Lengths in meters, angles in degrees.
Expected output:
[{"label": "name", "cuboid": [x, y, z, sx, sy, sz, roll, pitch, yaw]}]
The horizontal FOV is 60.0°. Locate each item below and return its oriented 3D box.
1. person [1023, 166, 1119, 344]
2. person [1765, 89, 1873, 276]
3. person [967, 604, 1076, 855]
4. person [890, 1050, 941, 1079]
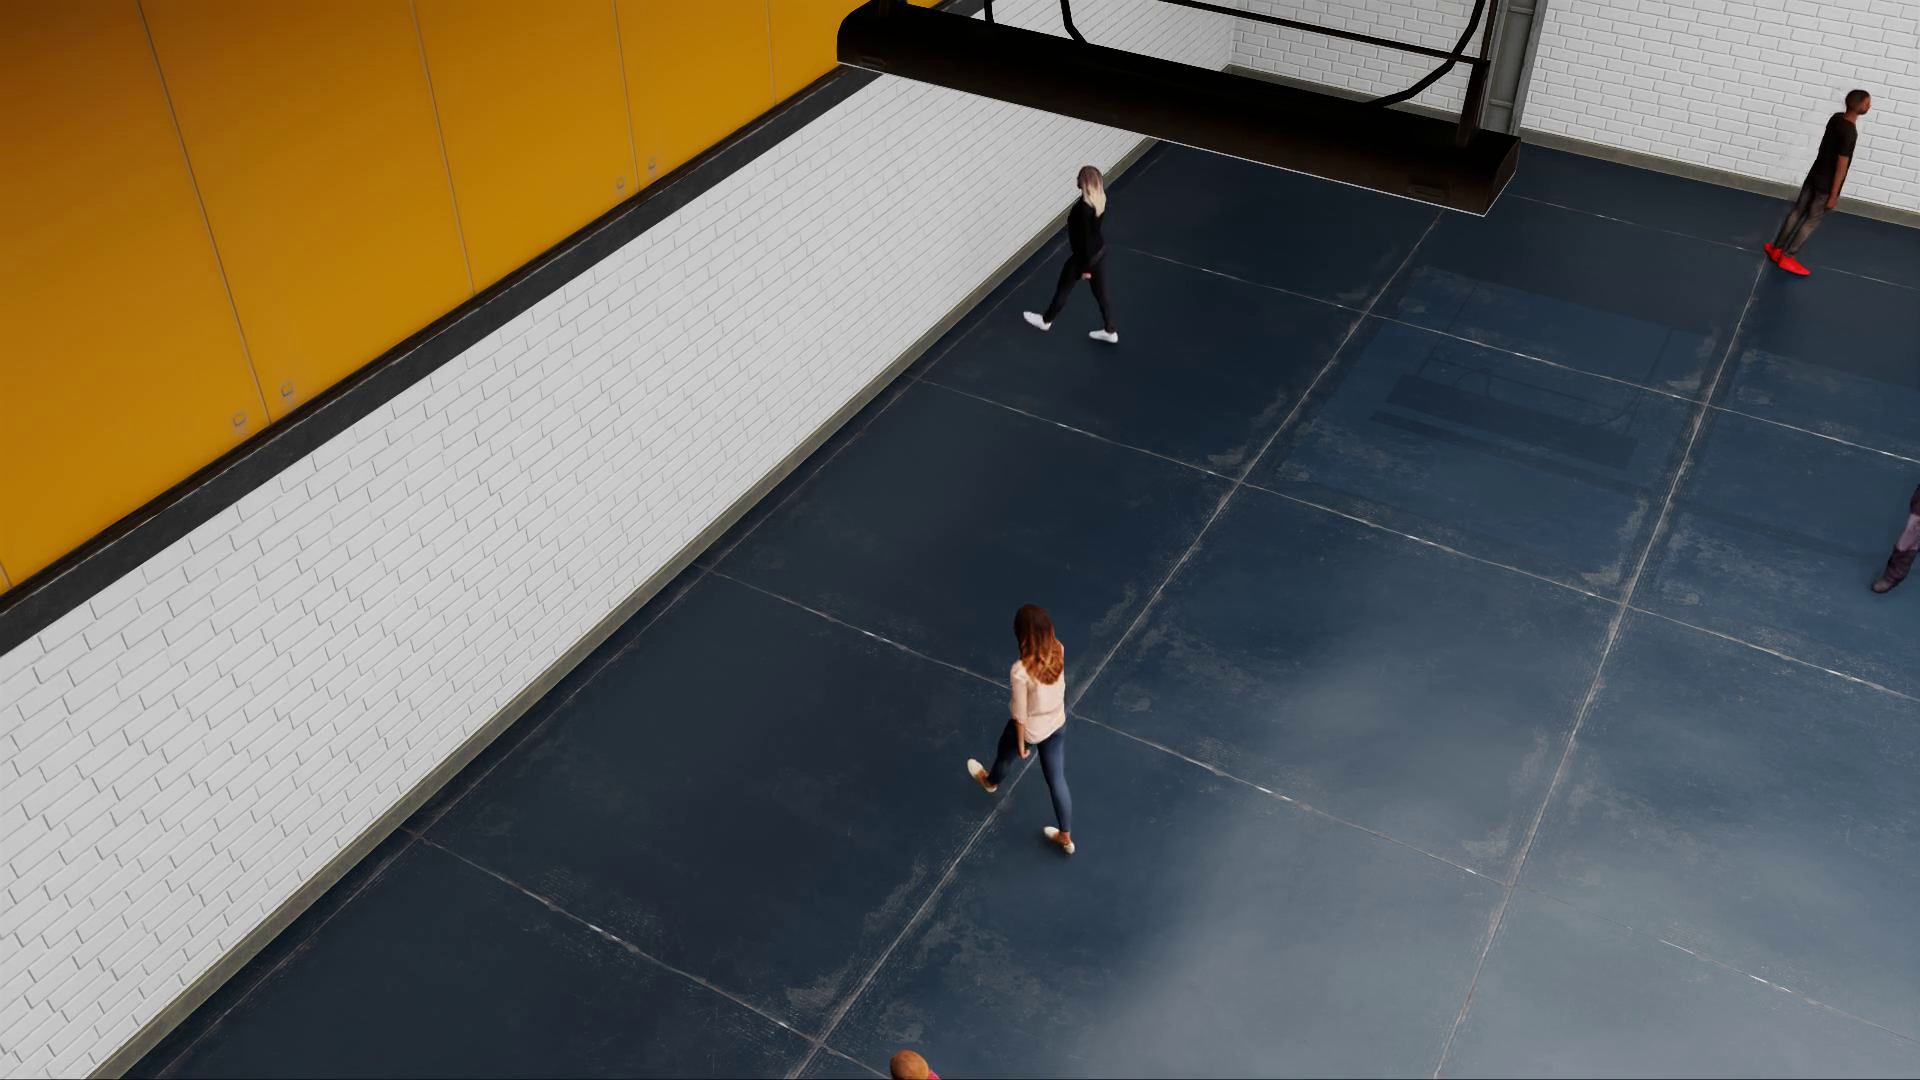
[{"label": "person", "cuboid": [1.187, -2.413, 14.351, 1.092, 1.645, 0.672, 15, 41, 18]}, {"label": "person", "cuboid": [7.944, -3.332, 15.382, 0.828, 1.795, 0.862, -7, 39, -9]}, {"label": "person", "cuboid": [0.520, 1.150, 9.817, 0.910, 1.736, 1.219, -25, 45, -28]}, {"label": "person", "cuboid": [-0.202, 2.886, 7.980, 0.476, 1.315, 0.516, 18, 42, 22]}]
